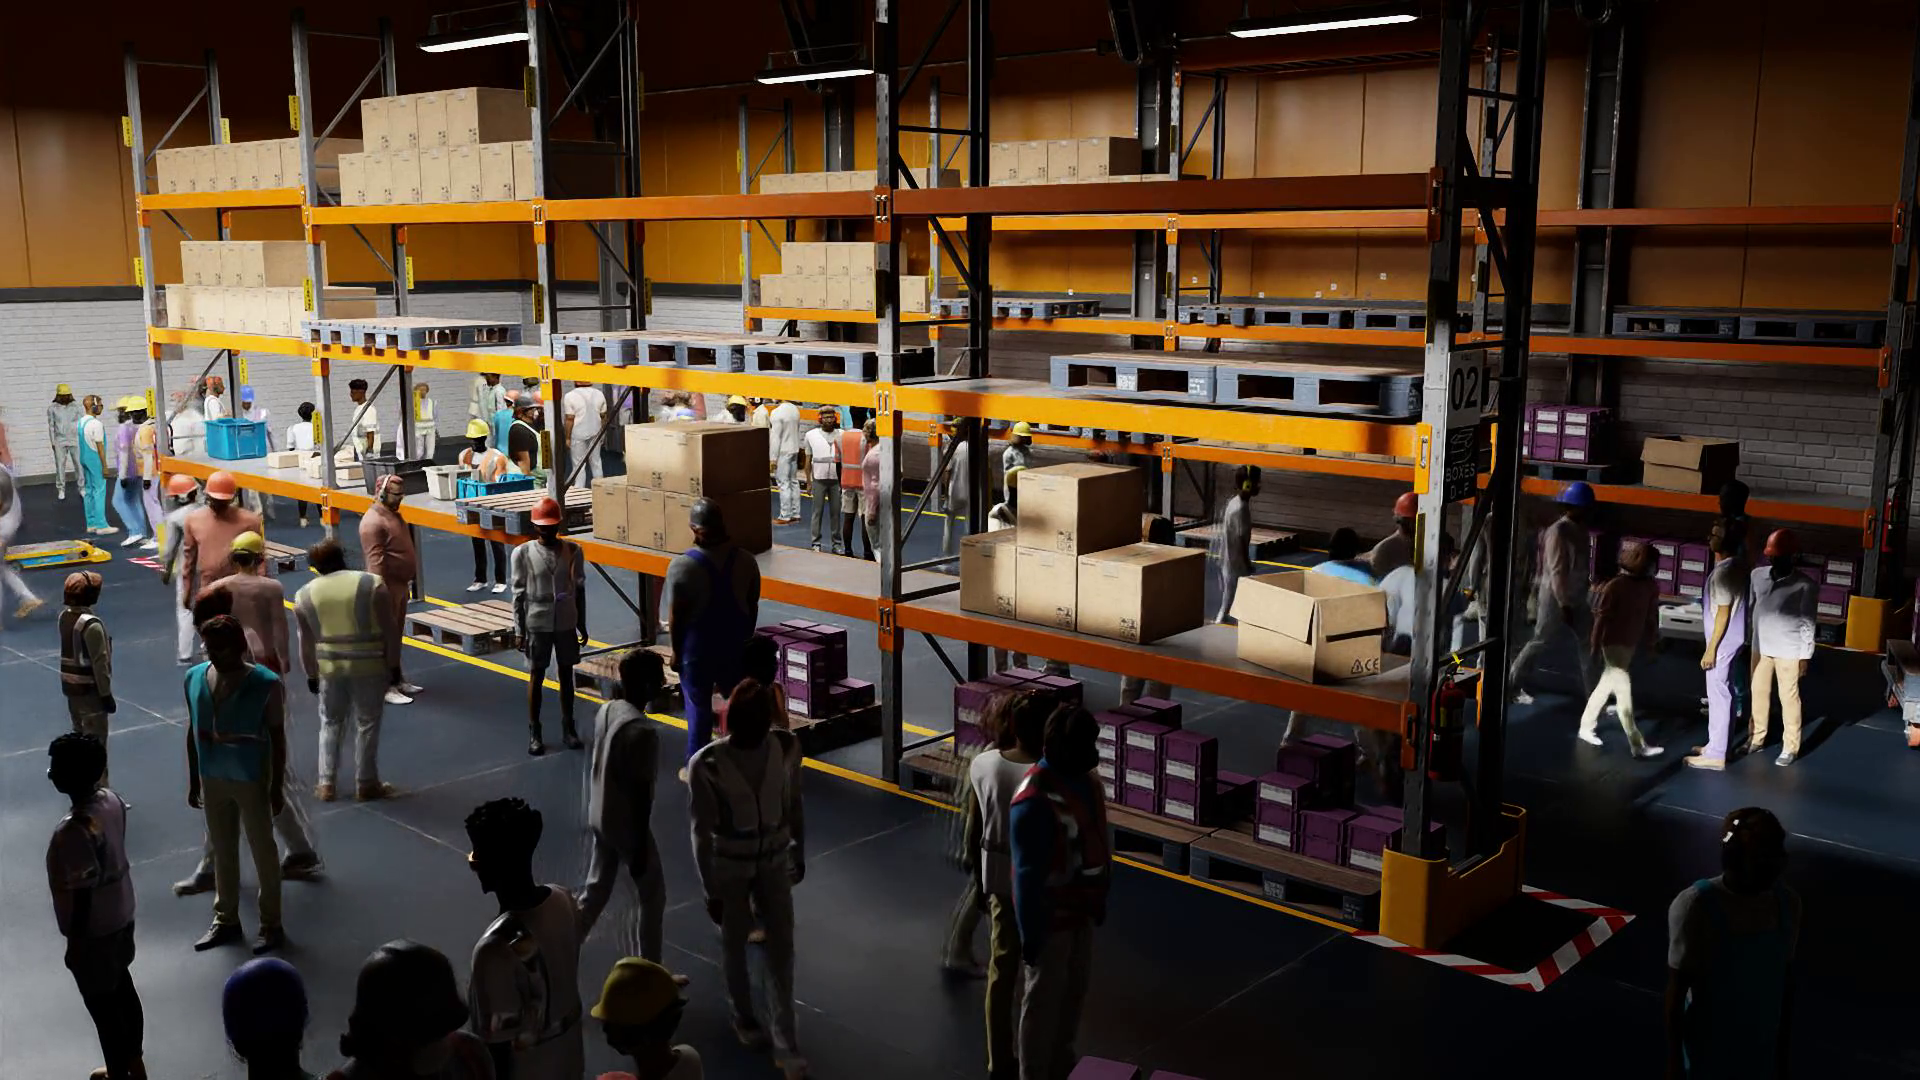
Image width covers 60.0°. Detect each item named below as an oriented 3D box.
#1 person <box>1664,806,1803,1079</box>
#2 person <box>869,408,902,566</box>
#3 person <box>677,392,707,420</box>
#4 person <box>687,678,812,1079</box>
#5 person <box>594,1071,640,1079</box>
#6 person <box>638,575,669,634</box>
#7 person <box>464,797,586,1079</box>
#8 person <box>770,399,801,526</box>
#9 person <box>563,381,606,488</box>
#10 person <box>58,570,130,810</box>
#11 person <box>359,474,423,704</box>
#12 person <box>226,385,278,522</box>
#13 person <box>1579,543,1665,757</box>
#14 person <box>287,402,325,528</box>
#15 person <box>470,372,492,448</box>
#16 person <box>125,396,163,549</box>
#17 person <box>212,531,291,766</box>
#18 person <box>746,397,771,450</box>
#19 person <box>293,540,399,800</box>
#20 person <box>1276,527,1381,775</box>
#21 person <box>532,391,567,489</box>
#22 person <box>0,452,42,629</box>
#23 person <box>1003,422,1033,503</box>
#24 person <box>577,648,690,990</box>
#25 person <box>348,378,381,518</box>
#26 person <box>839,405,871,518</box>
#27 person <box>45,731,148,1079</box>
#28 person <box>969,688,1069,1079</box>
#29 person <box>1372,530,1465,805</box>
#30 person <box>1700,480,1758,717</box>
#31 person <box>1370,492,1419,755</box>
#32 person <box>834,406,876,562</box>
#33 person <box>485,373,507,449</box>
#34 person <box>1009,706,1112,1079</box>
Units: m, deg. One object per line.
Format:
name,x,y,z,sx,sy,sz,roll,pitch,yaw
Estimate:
person,2.750,1.826,5.962,0.502,1.838,0.339,-2,10,-12
person,-0.890,-0.616,19.429,0.385,1.957,0.602,4,11,21
person,-4.111,-1.705,25.708,0.401,1.907,0.646,3,10,14
person,-0.923,1.528,7.591,0.593,1.842,0.849,-5,11,-26
person,-0.814,2.172,4.353,0.551,1.726,0.437,-8,13,-37
person,-3.001,-0.024,16.217,0.401,1.908,0.597,-6,11,-29
person,-1.468,1.821,5.646,0.376,1.958,0.599,1,10,8
person,-2.367,-1.149,22.522,0.367,1.932,0.623,4,11,21
person,-5.555,-1.544,24.421,0.536,2.000,0.688,9,14,43
person,-5.822,1.018,11.106,0.522,1.632,0.314,9,14,42
person,-4.715,0.400,13.828,0.407,1.902,0.639,-1,10,-3
person,-9.624,-1.167,22.651,0.635,1.909,0.488,-5,11,-28
person,4.959,0.806,12.387,0.518,1.583,0.804,-5,11,-28
person,-8.745,-1.009,22.367,0.539,1.695,0.318,-1,10,-4
person,-8.033,-2.076,27.919,0.413,1.879,0.659,-3,10,-14
person,-10.200,-0.850,20.873,0.399,1.912,0.591,-4,11,-23
person,-5.072,0.809,11.938,0.558,1.749,0.387,-1,10,-3
person,-2.955,-1.382,24.366,0.351,1.738,0.573,-2,10,-12
person,-4.162,0.894,11.343,0.669,1.812,0.438,0,10,0
person,2.672,0.792,11.941,0.666,1.802,0.644,-3,10,-16
person,-5.173,-0.866,20.734,0.609,1.988,0.392,6,12,31
person,-9.531,-0.119,16.365,0.605,2.000,0.702,-5,11,-25
person,0.702,-0.522,19.487,0.321,1.741,0.489,9,13,41
person,-1.759,1.445,8.234,0.772,1.805,0.553,-9,13,-42
person,-8.257,-1.272,23.133,0.378,1.958,0.606,-6,12,-32
person,-1.401,-1.332,23.213,0.615,2.042,0.372,10,14,43
person,-3.781,1.662,7.263,0.316,1.695,0.542,-2,10,-10
person,0.298,1.566,7.384,0.571,1.843,0.373,6,12,31
person,3.093,0.861,11.203,0.683,1.906,0.433,-3,11,-18
person,6.230,0.471,13.383,0.396,1.917,0.590,5,11,28
person,3.301,0.619,12.357,0.618,1.986,0.408,-6,12,-30
person,-1.189,-0.650,19.607,0.603,1.955,0.368,5,11,28
person,-7.239,-1.773,26.053,0.391,1.922,0.593,-5,11,-24
person,0.438,1.605,7.217,0.431,1.836,0.636,5,11,26
